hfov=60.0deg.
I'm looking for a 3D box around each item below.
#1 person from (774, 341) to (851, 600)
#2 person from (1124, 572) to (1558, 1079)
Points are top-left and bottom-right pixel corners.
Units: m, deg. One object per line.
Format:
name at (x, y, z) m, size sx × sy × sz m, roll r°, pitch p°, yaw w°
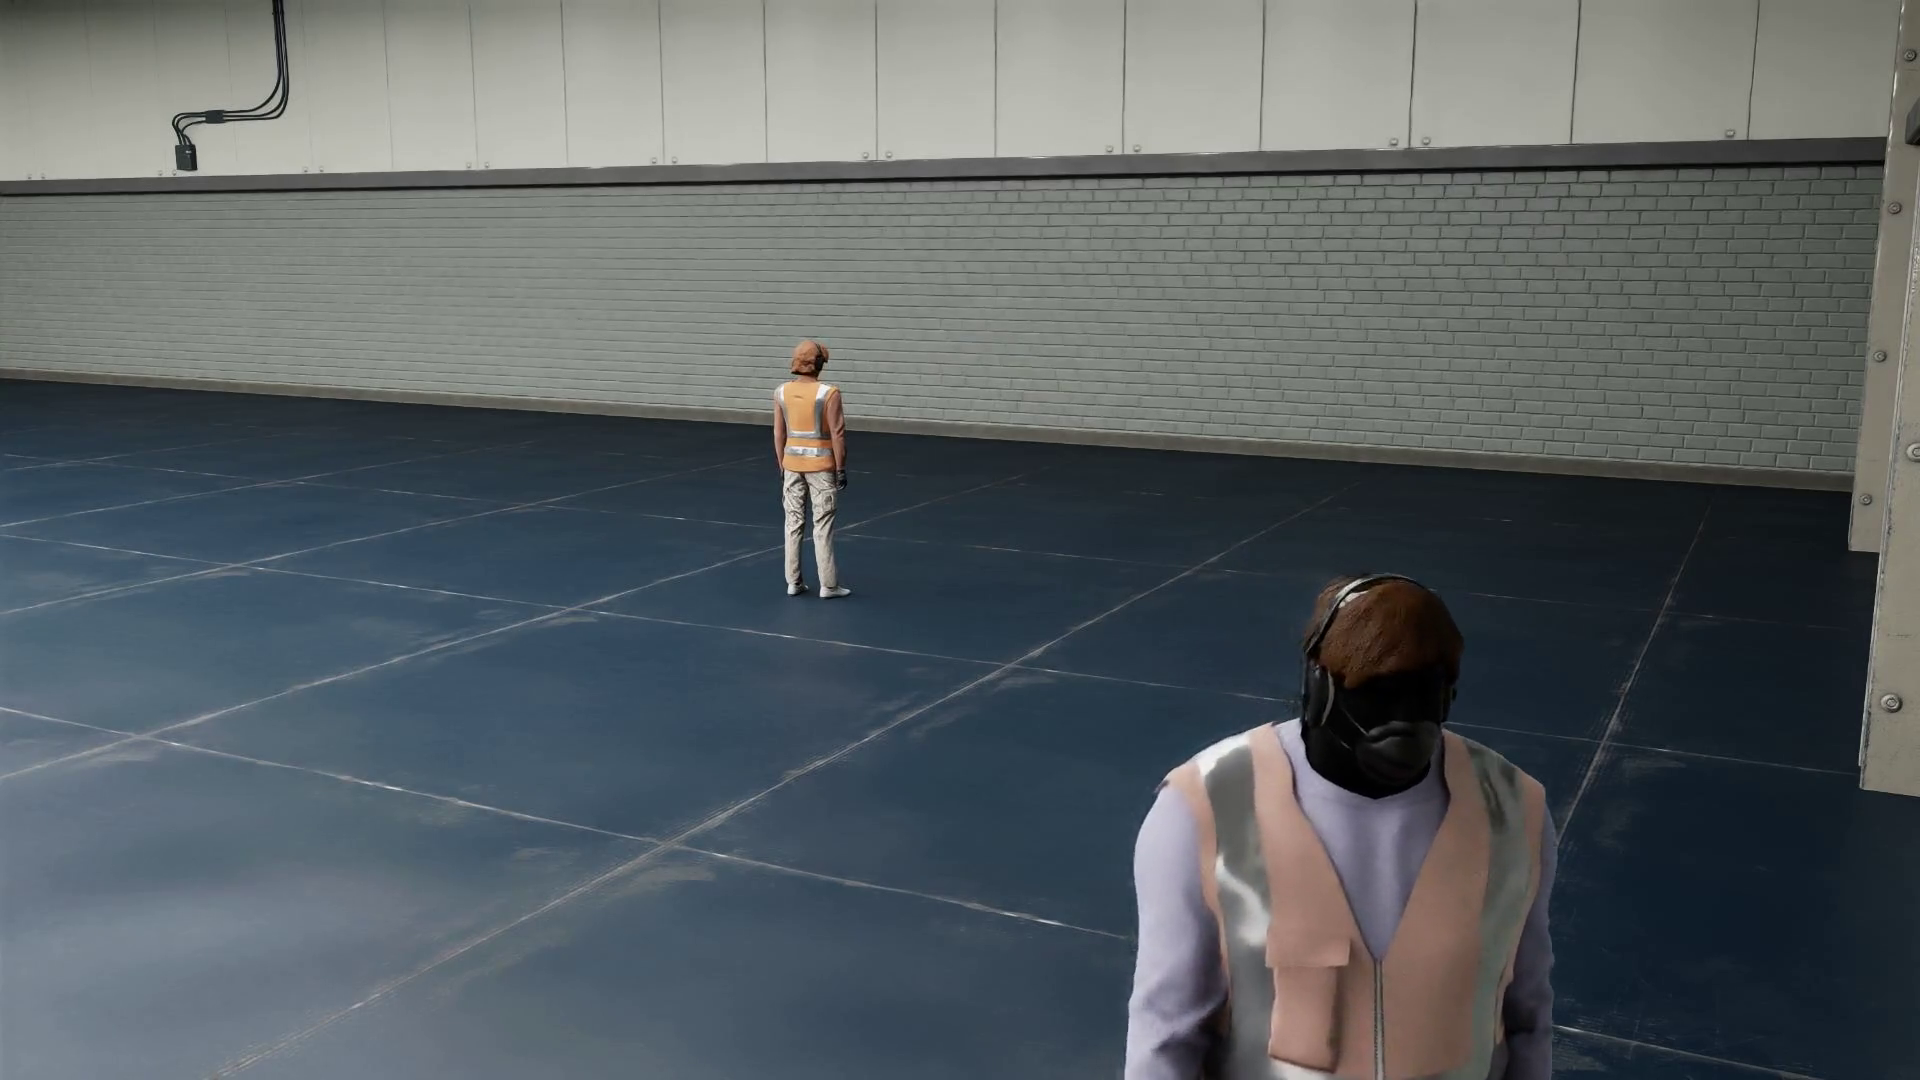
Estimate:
person at (-0.944, -0.437, 10.524) m, size 0.514 × 1.640 × 0.310 m, roll 5°, pitch 12°, yaw 27°
person at (0.556, 0.947, 2.443) m, size 0.645 × 1.833 × 0.478 m, roll 0°, pitch 10°, yaw 1°
